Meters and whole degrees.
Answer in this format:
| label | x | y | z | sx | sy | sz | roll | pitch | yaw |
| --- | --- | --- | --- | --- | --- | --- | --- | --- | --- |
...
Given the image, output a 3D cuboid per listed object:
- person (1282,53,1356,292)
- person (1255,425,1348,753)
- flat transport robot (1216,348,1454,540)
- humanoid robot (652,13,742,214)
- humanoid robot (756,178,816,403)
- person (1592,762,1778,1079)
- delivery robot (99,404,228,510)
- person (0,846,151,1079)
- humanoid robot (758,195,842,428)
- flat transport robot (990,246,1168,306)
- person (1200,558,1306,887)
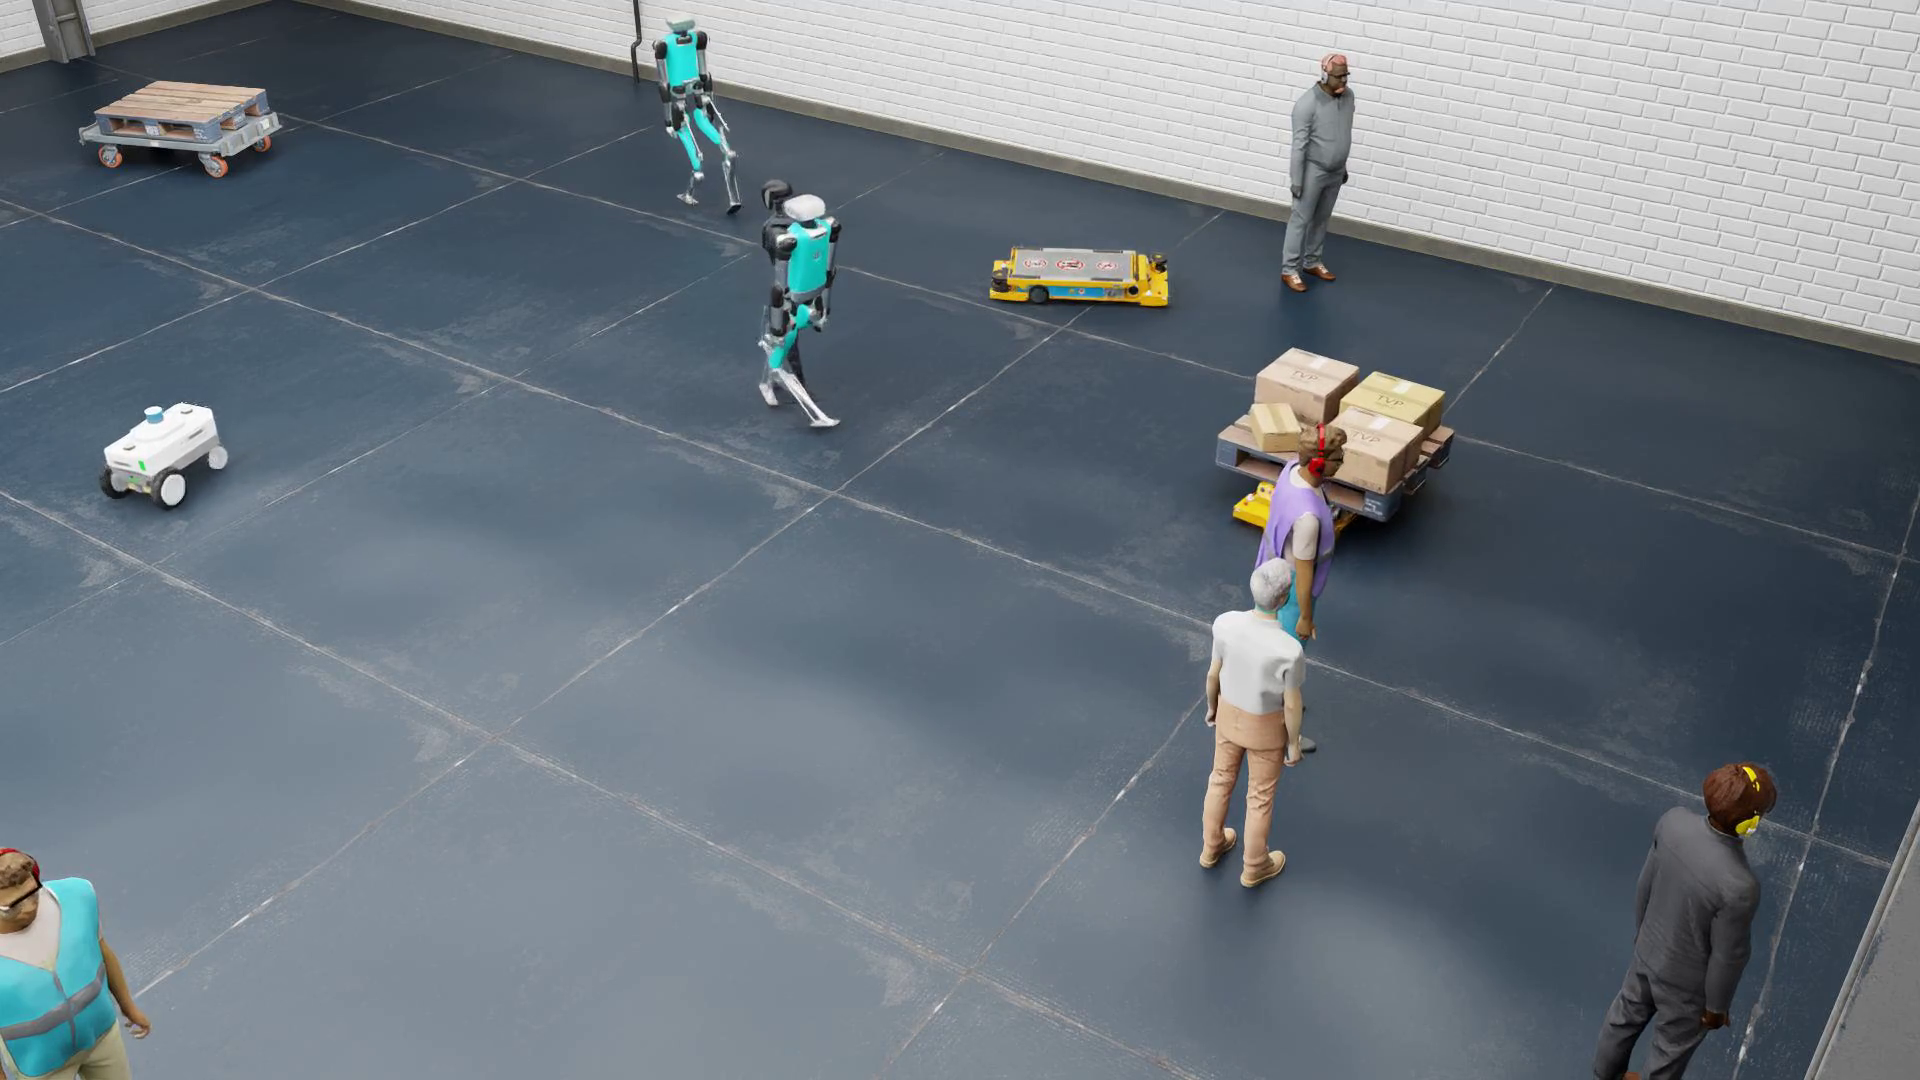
| label | x | y | z | sx | sy | sz | roll | pitch | yaw |
| --- | --- | --- | --- | --- | --- | --- | --- | --- | --- |
| person | 2.904 | -2.948 | 13.330 | 0.646 | 1.906 | 0.404 | -23 | 39 | -31 |
| person | 1.690 | 0.236 | 8.433 | 0.378 | 1.841 | 0.568 | 1 | 33 | 1 |
| flat transport robot | 2.429 | -0.417 | 10.906 | 0.659 | 0.231 | 1.431 | 22 | 39 | 30 |
| humanoid robot | -2.235 | -3.686 | 14.667 | 0.530 | 1.776 | 1.000 | -26 | 41 | -34 |
| humanoid robot | -1.267 | -1.719 | 11.628 | 0.396 | 1.652 | 0.606 | -1 | 33 | -2 |
| person | 2.738 | 1.592 | 6.295 | 0.346 | 1.874 | 0.501 | -10 | 34 | -15 |
| delivery robot | -5.223 | -0.569 | 10.889 | 0.499 | 0.608 | 0.797 | 11 | 34 | 17 |
| person | -3.220 | 1.809 | 5.983 | 0.391 | 1.845 | 0.563 | 17 | 36 | 24 |
| humanoid robot | -1.240 | -1.588 | 11.395 | 1.024 | 1.737 | 0.539 | 26 | 41 | 34 |
| flat transport robot | 0.979 | -2.152 | 13.605 | 1.431 | 0.231 | 0.659 | 3 | 33 | 4 |
| person | 1.339 | 0.834 | 7.591 | 0.496 | 1.743 | 0.306 | 24 | 40 | 33 |
